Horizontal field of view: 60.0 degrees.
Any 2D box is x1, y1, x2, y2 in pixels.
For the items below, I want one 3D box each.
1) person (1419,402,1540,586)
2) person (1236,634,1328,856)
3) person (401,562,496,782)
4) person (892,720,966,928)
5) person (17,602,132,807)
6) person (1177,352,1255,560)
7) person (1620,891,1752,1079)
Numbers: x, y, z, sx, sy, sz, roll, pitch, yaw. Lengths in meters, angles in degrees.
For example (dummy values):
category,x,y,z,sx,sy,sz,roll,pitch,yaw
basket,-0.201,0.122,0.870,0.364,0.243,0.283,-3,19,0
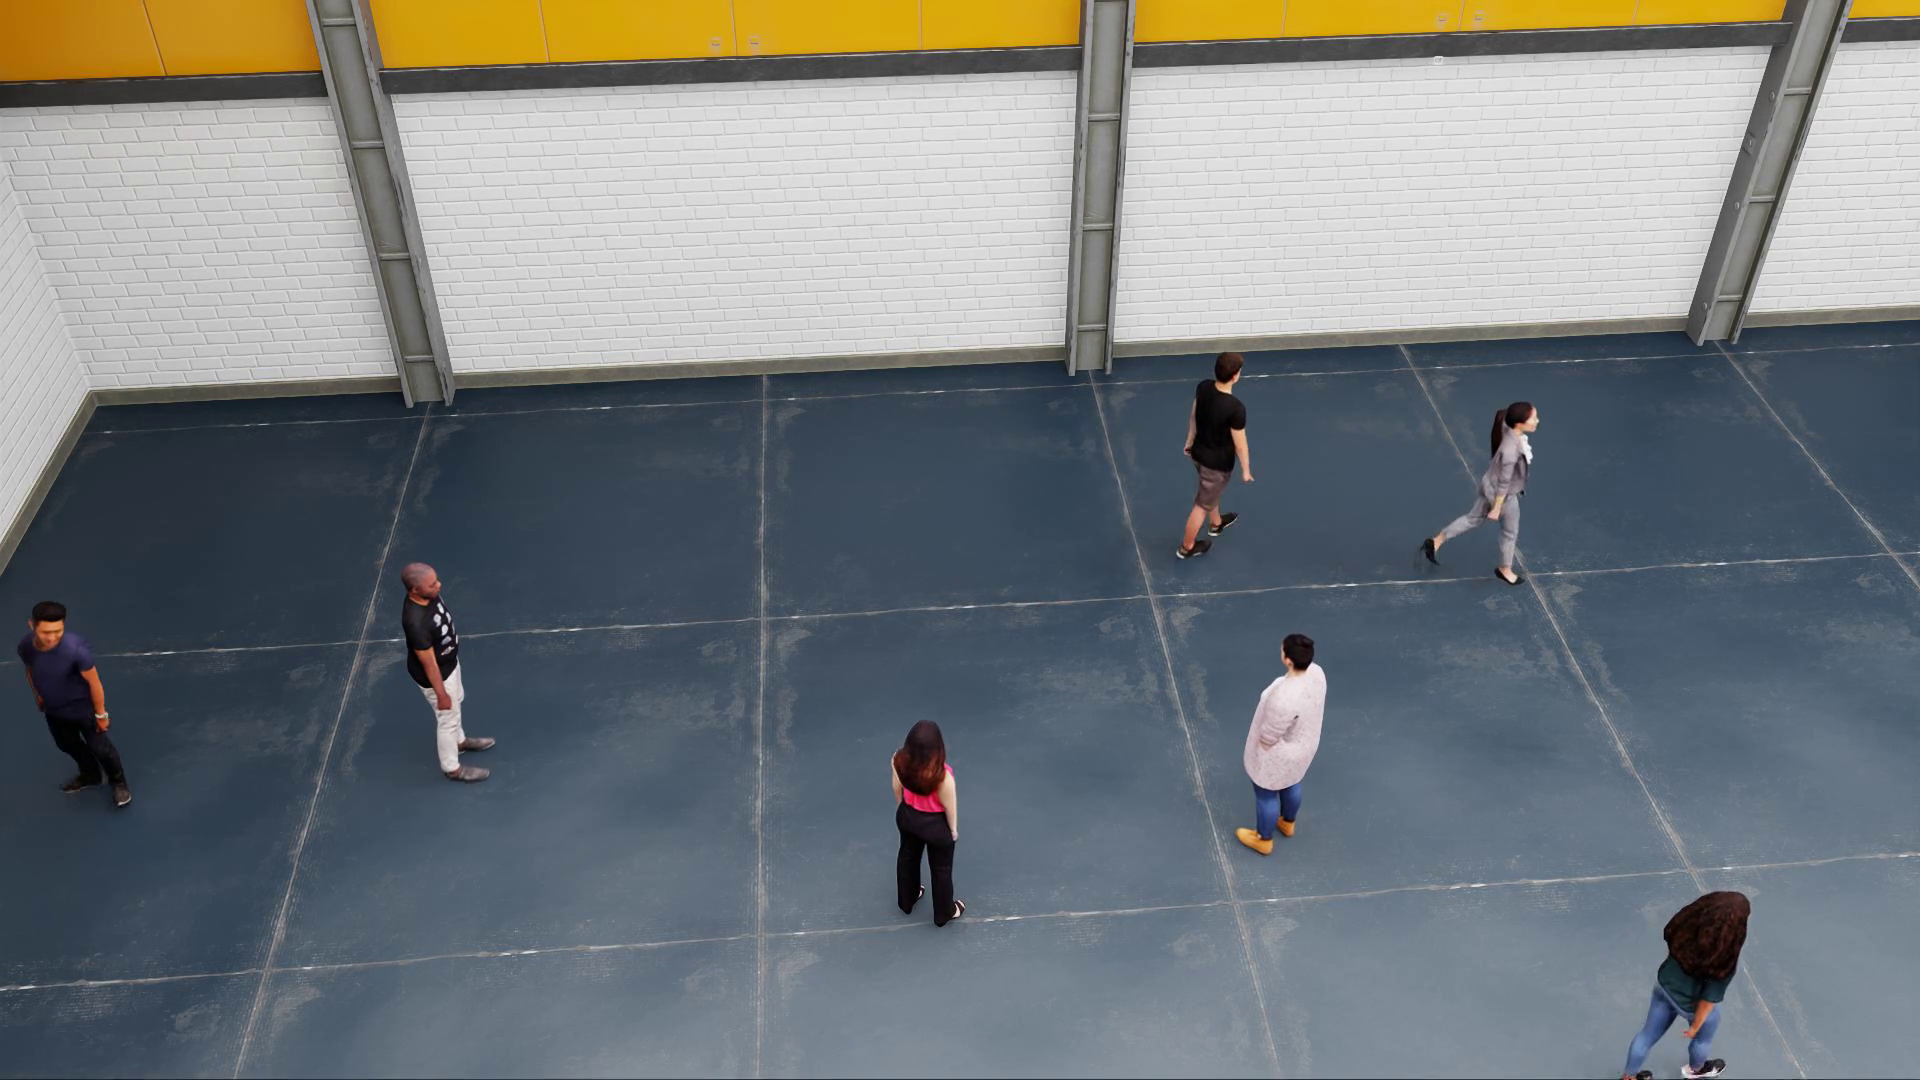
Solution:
category,x,y,z,sx,sy,sz,roll,pitch,yaw
person,3.977,-0.360,12.570,1.115,1.645,0.772,4,39,6
person,2.053,1.271,10.449,0.855,1.743,0.782,32,48,33
person,-3.443,0.850,10.930,0.621,1.801,0.669,-6,39,-7
person,-0.196,1.689,9.998,0.628,1.654,0.716,21,43,24
person,-5.723,1.048,10.715,0.590,1.761,0.904,13,40,16
person,1.859,-0.614,12.731,1.061,1.842,0.938,-20,43,-24
person,3.871,2.494,9.038,0.953,1.594,0.744,-15,41,-18
